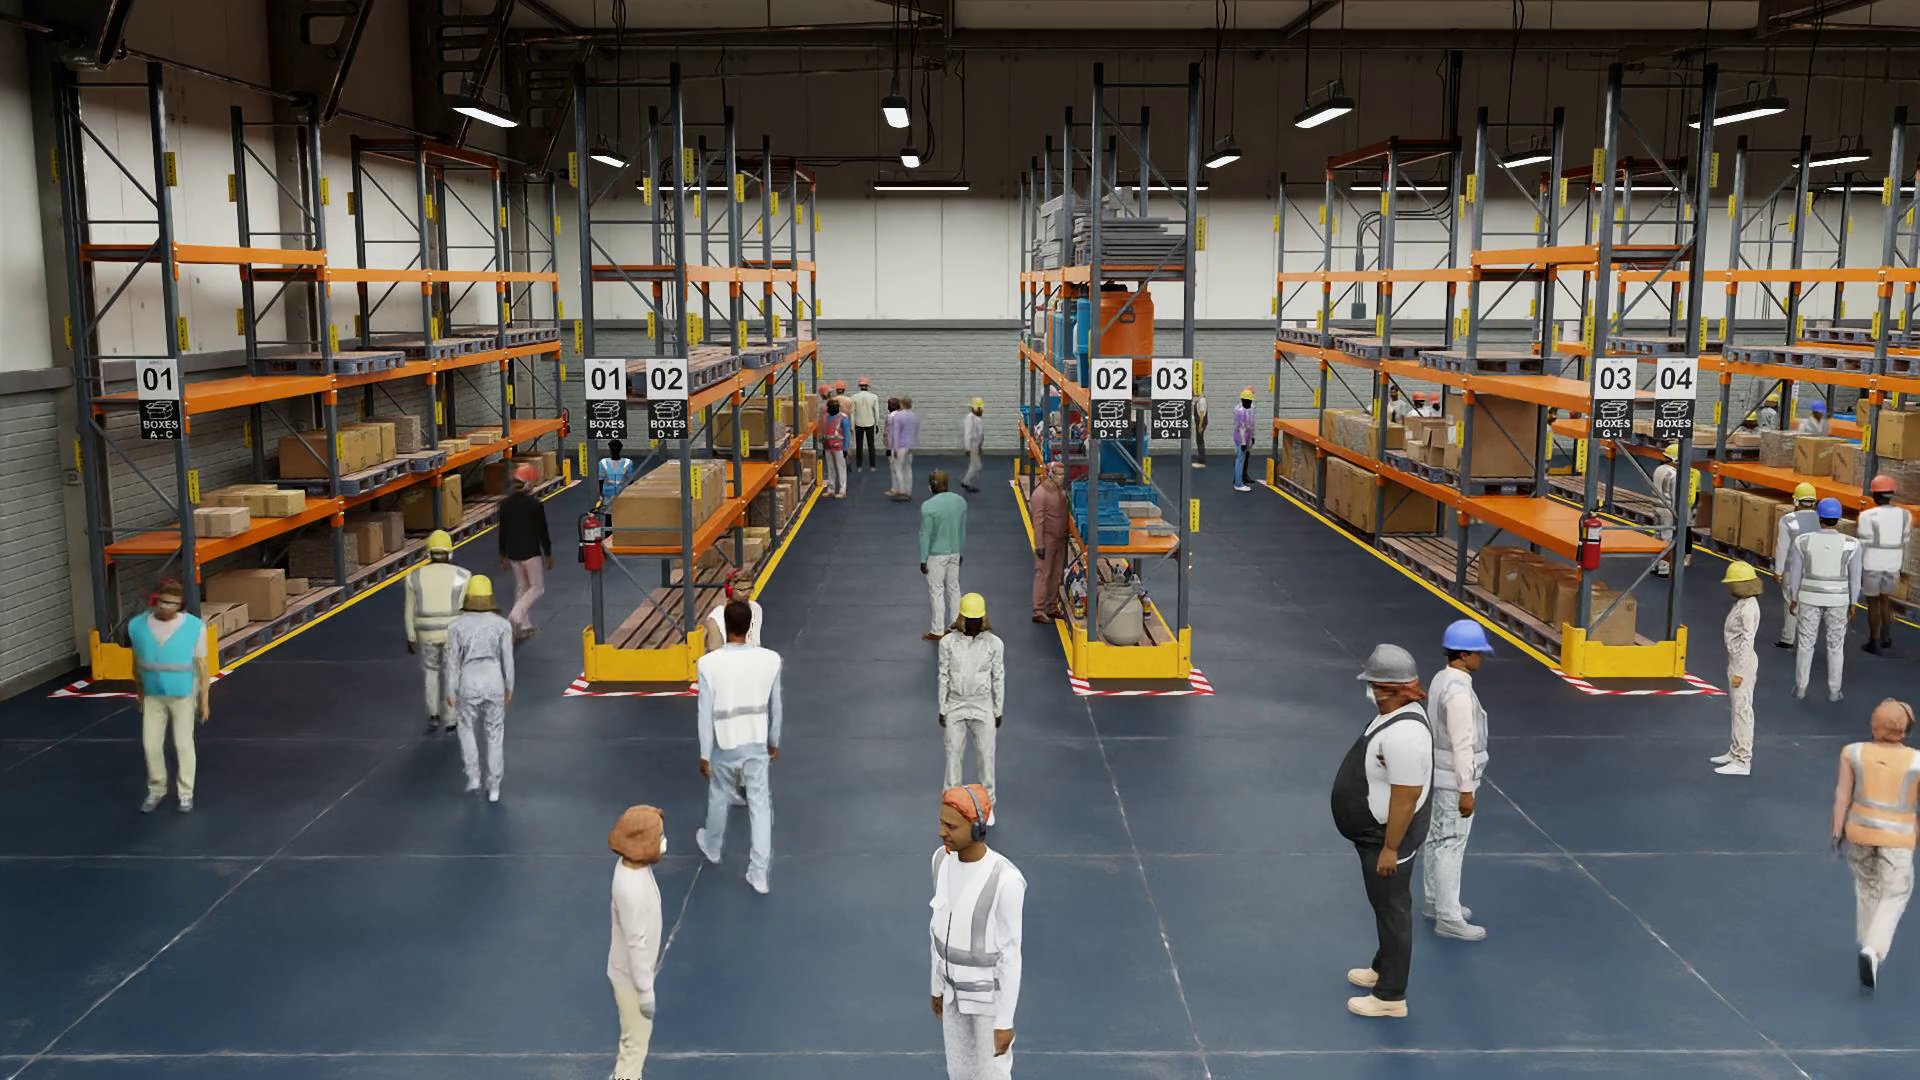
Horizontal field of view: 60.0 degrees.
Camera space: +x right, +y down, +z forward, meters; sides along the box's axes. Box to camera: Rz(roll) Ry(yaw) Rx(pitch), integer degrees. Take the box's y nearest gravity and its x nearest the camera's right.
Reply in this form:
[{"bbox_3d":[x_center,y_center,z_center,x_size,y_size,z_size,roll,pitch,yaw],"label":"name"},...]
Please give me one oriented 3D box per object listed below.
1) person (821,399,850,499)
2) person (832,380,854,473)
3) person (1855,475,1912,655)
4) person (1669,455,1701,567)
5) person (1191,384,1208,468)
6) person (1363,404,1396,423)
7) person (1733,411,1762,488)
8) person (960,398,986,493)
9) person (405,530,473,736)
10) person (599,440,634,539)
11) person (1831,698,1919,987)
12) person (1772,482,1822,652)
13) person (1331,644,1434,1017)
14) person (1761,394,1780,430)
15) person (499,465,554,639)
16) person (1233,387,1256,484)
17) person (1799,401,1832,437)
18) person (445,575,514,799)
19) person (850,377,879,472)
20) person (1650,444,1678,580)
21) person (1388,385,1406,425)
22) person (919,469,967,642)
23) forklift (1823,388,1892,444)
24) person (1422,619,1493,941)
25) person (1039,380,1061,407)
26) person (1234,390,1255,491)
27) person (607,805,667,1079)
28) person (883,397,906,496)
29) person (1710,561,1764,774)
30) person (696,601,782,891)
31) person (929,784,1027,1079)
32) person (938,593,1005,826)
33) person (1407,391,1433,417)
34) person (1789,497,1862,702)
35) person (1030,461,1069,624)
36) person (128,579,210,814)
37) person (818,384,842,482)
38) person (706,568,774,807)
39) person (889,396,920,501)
[{"bbox_3d":[-2.307,-1.681,30.605,0.632,1.840,0.429,7,12,40],"label":"person"},{"bbox_3d":[-2.475,-2.358,34.642,0.544,1.939,0.354,-1,9,-7],"label":"person"},{"bbox_3d":[9.848,0.267,17.816,0.564,1.915,0.446,0,9,1],"label":"person"},{"bbox_3d":[10.068,-0.463,23.255,0.321,1.694,0.538,-8,12,-43],"label":"person"},{"bbox_3d":[5.134,-2.455,35.608,0.338,1.837,0.517,1,9,5],"label":"person"},{"bbox_3d":[8.292,-2.045,33.022,0.661,1.803,0.774,1,9,7],"label":"person"},{"bbox_3d":[13.774,-1.395,29.082,0.487,1.741,0.312,3,9,19],"label":"person"},{"bbox_3d":[0.273,-1.762,31.219,0.446,1.807,0.592,2,9,13],"label":"person"},{"bbox_3d":[-4.535,0.811,14.623,0.619,1.819,0.497,-1,9,-7],"label":"person"},{"bbox_3d":[-5.043,-0.645,24.394,0.533,1.698,0.318,-1,9,-9],"label":"person"},{"bbox_3d":[5.242,1.712,9.486,0.522,1.611,0.702,9,12,44],"label":"person"},{"bbox_3d":[9.050,0.294,17.912,0.587,1.835,0.404,0,9,-2],"label":"person"},{"bbox_3d":[2.301,1.561,9.099,0.539,2.000,0.688,2,9,14],"label":"person"},{"bbox_3d":[16.342,-2.089,33.581,0.320,1.731,0.489,0,9,-3],"label":"person"},{"bbox_3d":[-4.871,0.155,18.421,0.671,1.964,0.672,5,10,27],"label":"person"},{"bbox_3d":[5.626,-2.054,32.732,0.545,1.929,0.393,-7,12,-40],"label":"person"},{"bbox_3d":[15.037,-1.487,29.193,0.629,1.886,0.998,0,9,-3],"label":"person"},{"bbox_3d":[-3.691,1.134,12.804,0.530,1.729,0.442,-4,10,-23],"label":"person"},{"bbox_3d":[-2.006,-2.430,34.928,0.623,1.989,0.399,-1,9,-8],"label":"person"},{"bbox_3d":[9.498,-0.378,22.291,0.404,1.824,0.586,-1,9,-4],"label":"person"},{"bbox_3d":[8.969,-2.265,34.311,0.325,1.862,0.513,-6,11,-35],"label":"person"},{"bbox_3d":[-0.196,0.174,18.388,0.636,1.929,0.379,-8,12,-41],"label":"person"},{"bbox_3d":[20.072,-3.110,36.462,1.873,2.768,1.129,0,9,0],"label":"forklift"},{"bbox_3d":[3.023,1.444,10.151,0.387,1.948,0.607,1,9,4],"label":"person"},{"bbox_3d":[2.081,-2.722,36.651,0.689,2.000,0.539,0,9,2],"label":"person"},{"bbox_3d":[5.414,-1.898,31.734,0.383,1.922,0.587,2,9,10],"label":"person"},{"bbox_3d":[-1.470,1.999,7.621,0.284,1.624,0.501,-1,9,-8],"label":"person"},{"bbox_3d":[-1.212,-1.737,30.956,0.430,1.843,0.626,4,10,25],"label":"person"},{"bbox_3d":[6.301,1.032,13.488,0.306,1.736,0.484,3,9,21],"label":"person"},{"bbox_3d":[-1.499,1.331,11.134,0.600,1.866,0.980,-4,10,-23],"label":"person"},{"bbox_3d":[0.059,1.954,7.111,0.357,1.879,0.574,-7,11,-37],"label":"person"},{"bbox_3d":[0.082,1.237,12.175,0.487,1.738,0.320,1,9,4],"label":"person"},{"bbox_3d":[8.604,-1.827,31.268,0.544,1.929,0.389,-3,9,-20],"label":"person"},{"bbox_3d":[8.201,0.566,15.790,0.608,1.951,0.378,4,10,27],"label":"person"},{"bbox_3d":[1.082,0.024,19.465,0.401,1.900,0.647,6,10,32],"label":"person"},{"bbox_3d":[-5.861,1.166,12.387,0.588,1.804,0.492,-1,9,-6],"label":"person"},{"bbox_3d":[-2.650,-2.141,33.231,0.786,1.942,0.682,6,11,35],"label":"person"},{"bbox_3d":[-1.706,1.111,12.676,0.401,1.831,0.571,5,10,31],"label":"person"},{"bbox_3d":[-1.000,-1.658,30.291,0.465,1.892,0.778,8,12,40],"label":"person"}]
